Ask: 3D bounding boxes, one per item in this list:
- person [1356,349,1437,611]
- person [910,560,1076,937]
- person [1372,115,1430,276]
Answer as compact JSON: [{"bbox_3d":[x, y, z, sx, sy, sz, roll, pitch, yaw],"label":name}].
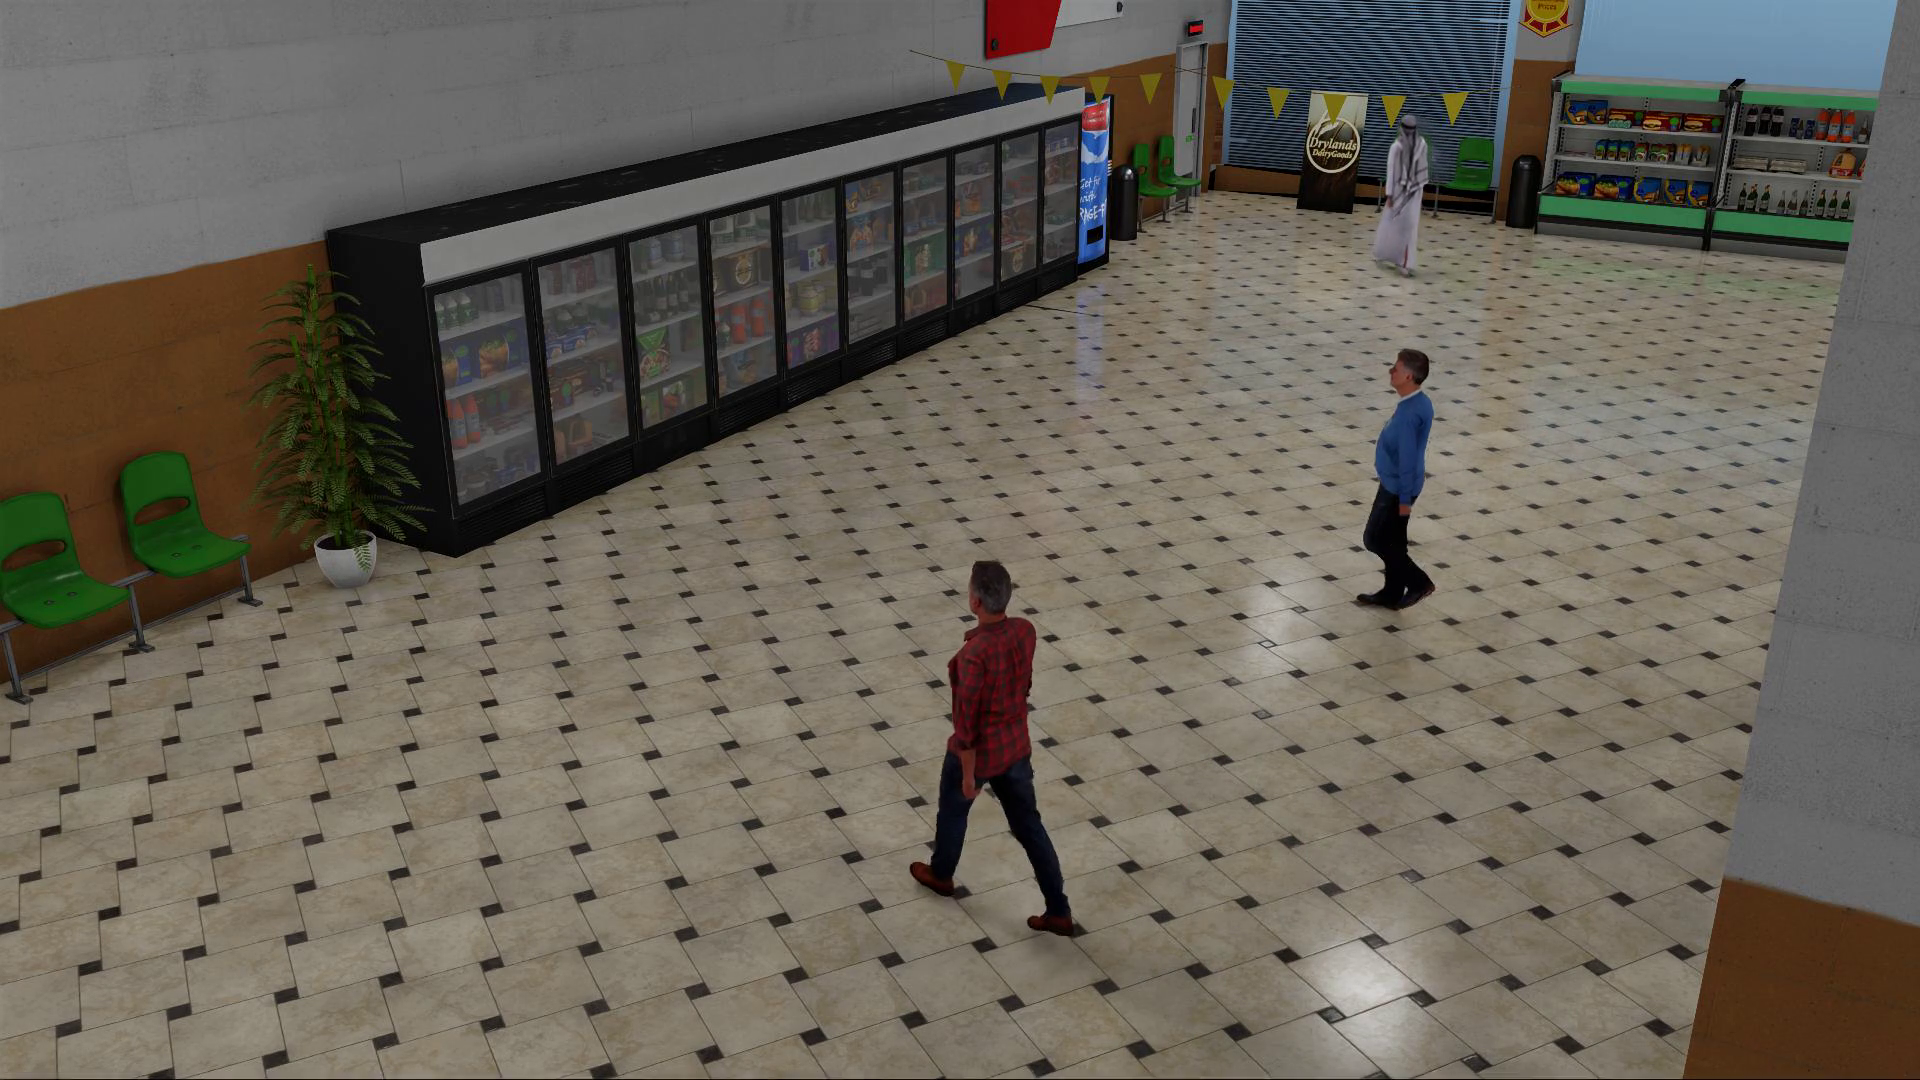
[{"bbox_3d":[2.963,-0.362,10.896,0.774,1.805,0.701,9,23,21],"label":"person"},{"bbox_3d":[0.218,0.996,7.547,0.962,1.782,1.322,-19,29,-40],"label":"person"},{"bbox_3d":[5.462,-4.167,20.261,1.218,1.883,1.169,-2,22,-4],"label":"person"}]
